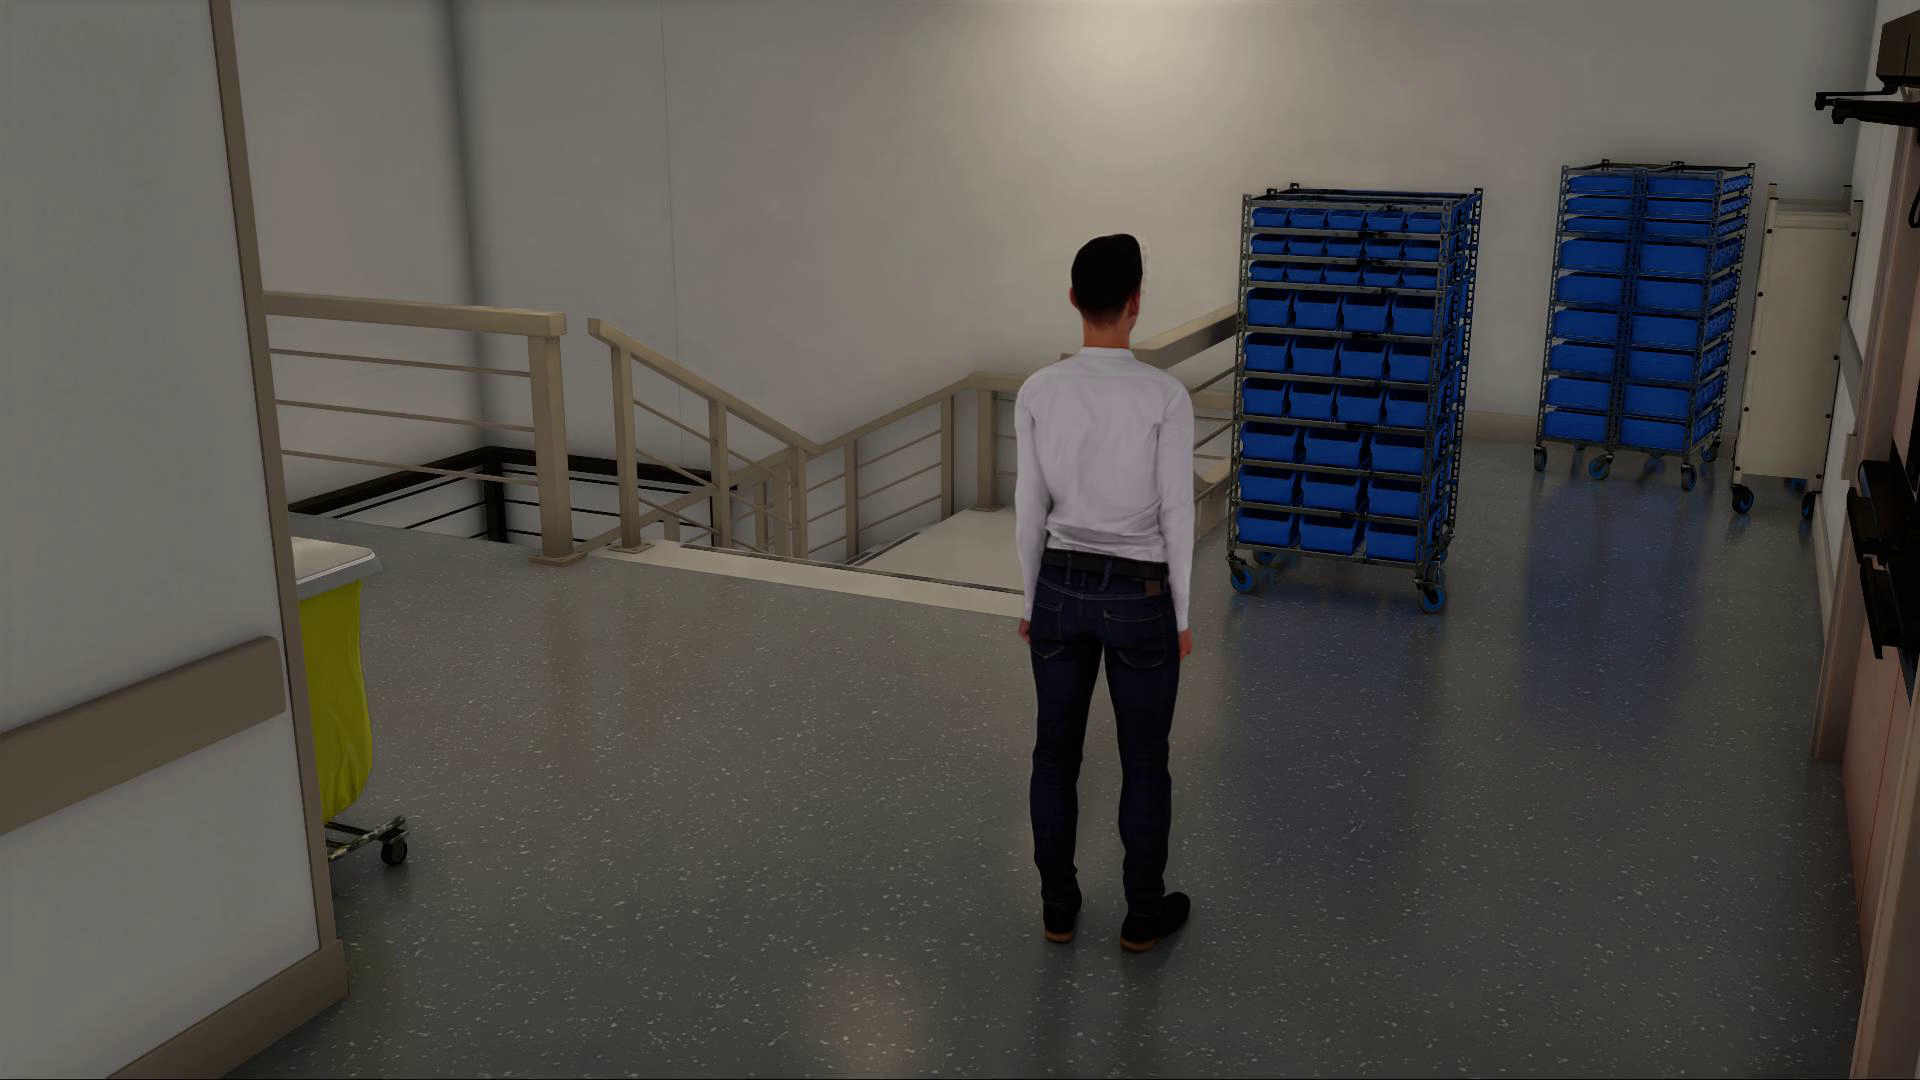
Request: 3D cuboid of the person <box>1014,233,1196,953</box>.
[{"bbox_3d":[0.364,0.157,4.263,0.621,1.869,0.595,6,17,21],"label":"person"}]
